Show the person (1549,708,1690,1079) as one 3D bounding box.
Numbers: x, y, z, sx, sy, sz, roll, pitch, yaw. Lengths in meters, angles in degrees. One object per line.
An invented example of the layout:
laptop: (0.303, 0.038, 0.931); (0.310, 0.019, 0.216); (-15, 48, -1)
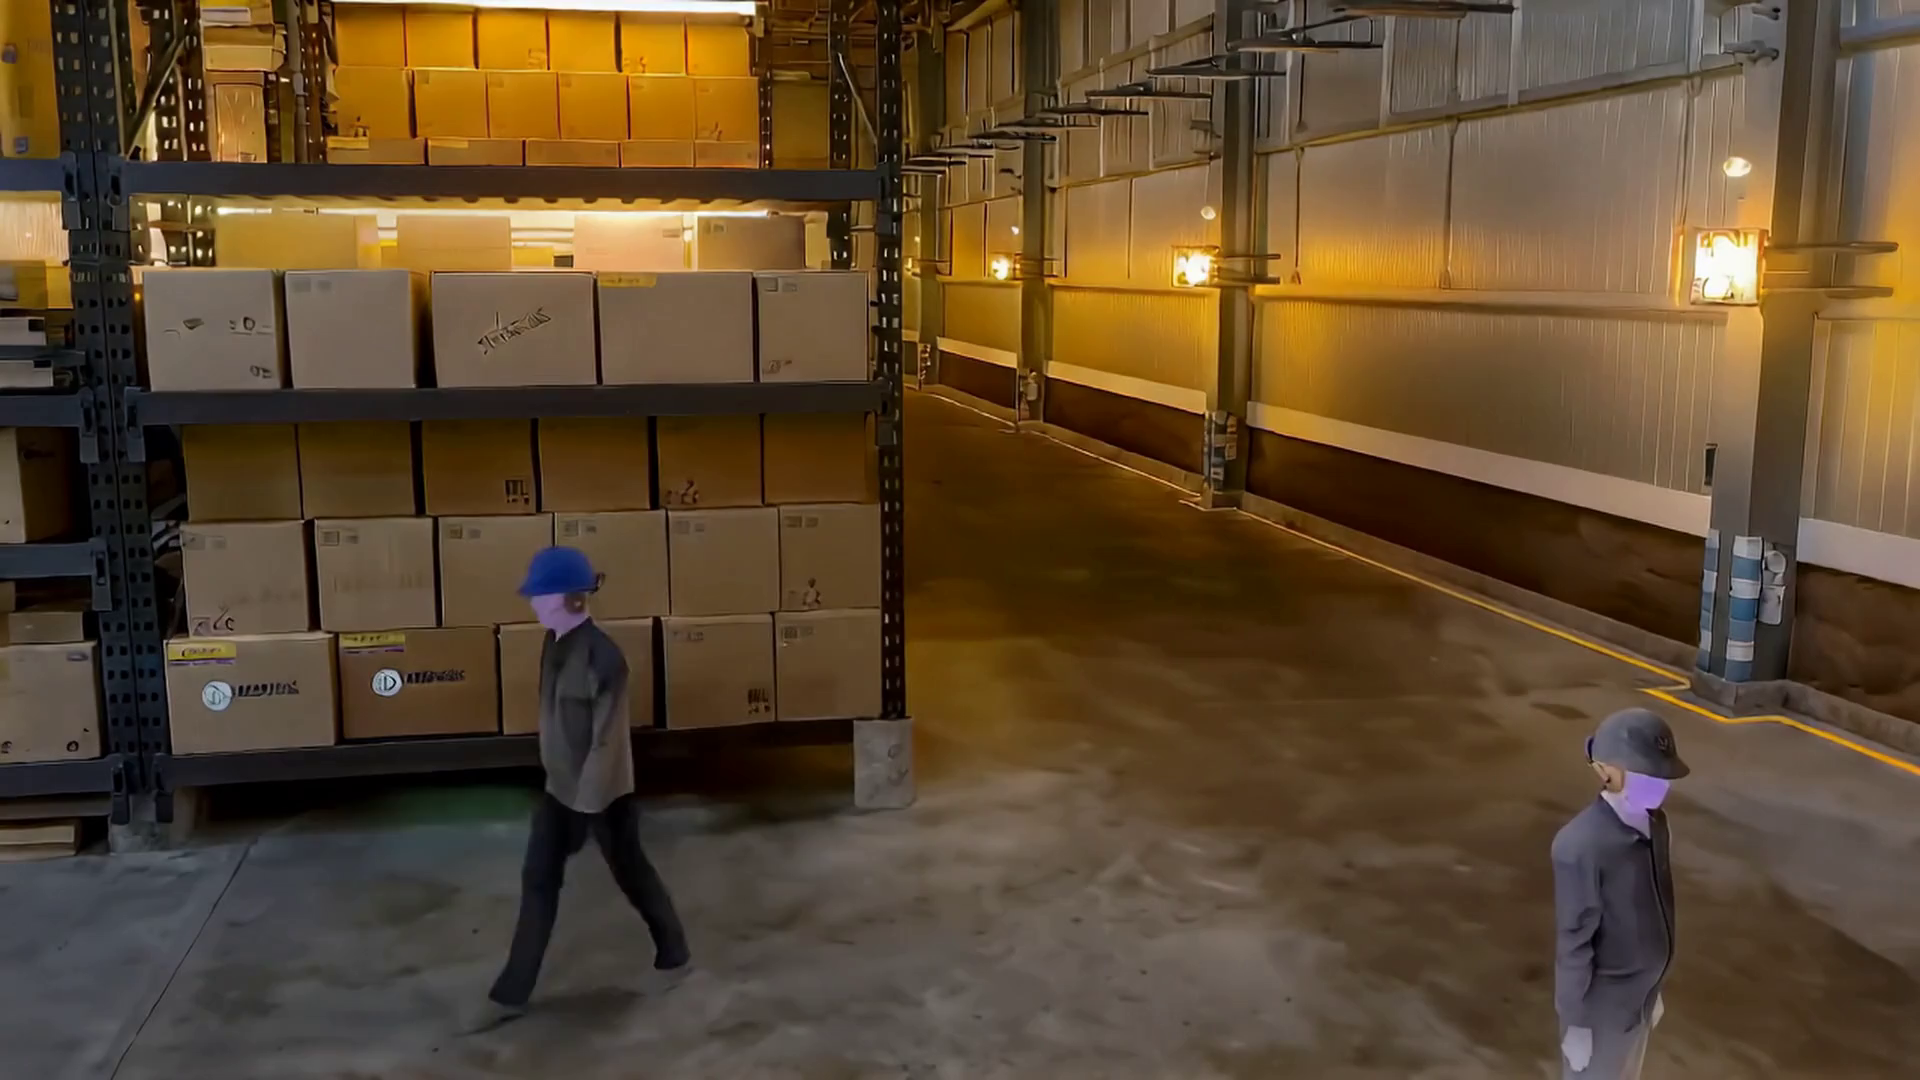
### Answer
person: (1.967, 1.352, 4.983); (0.573, 1.750, 0.329); (-9, 13, -44)

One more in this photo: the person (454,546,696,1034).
person: (-1.514, 0.986, 6.664); (1.018, 1.948, 0.622); (-8, 12, -41)
